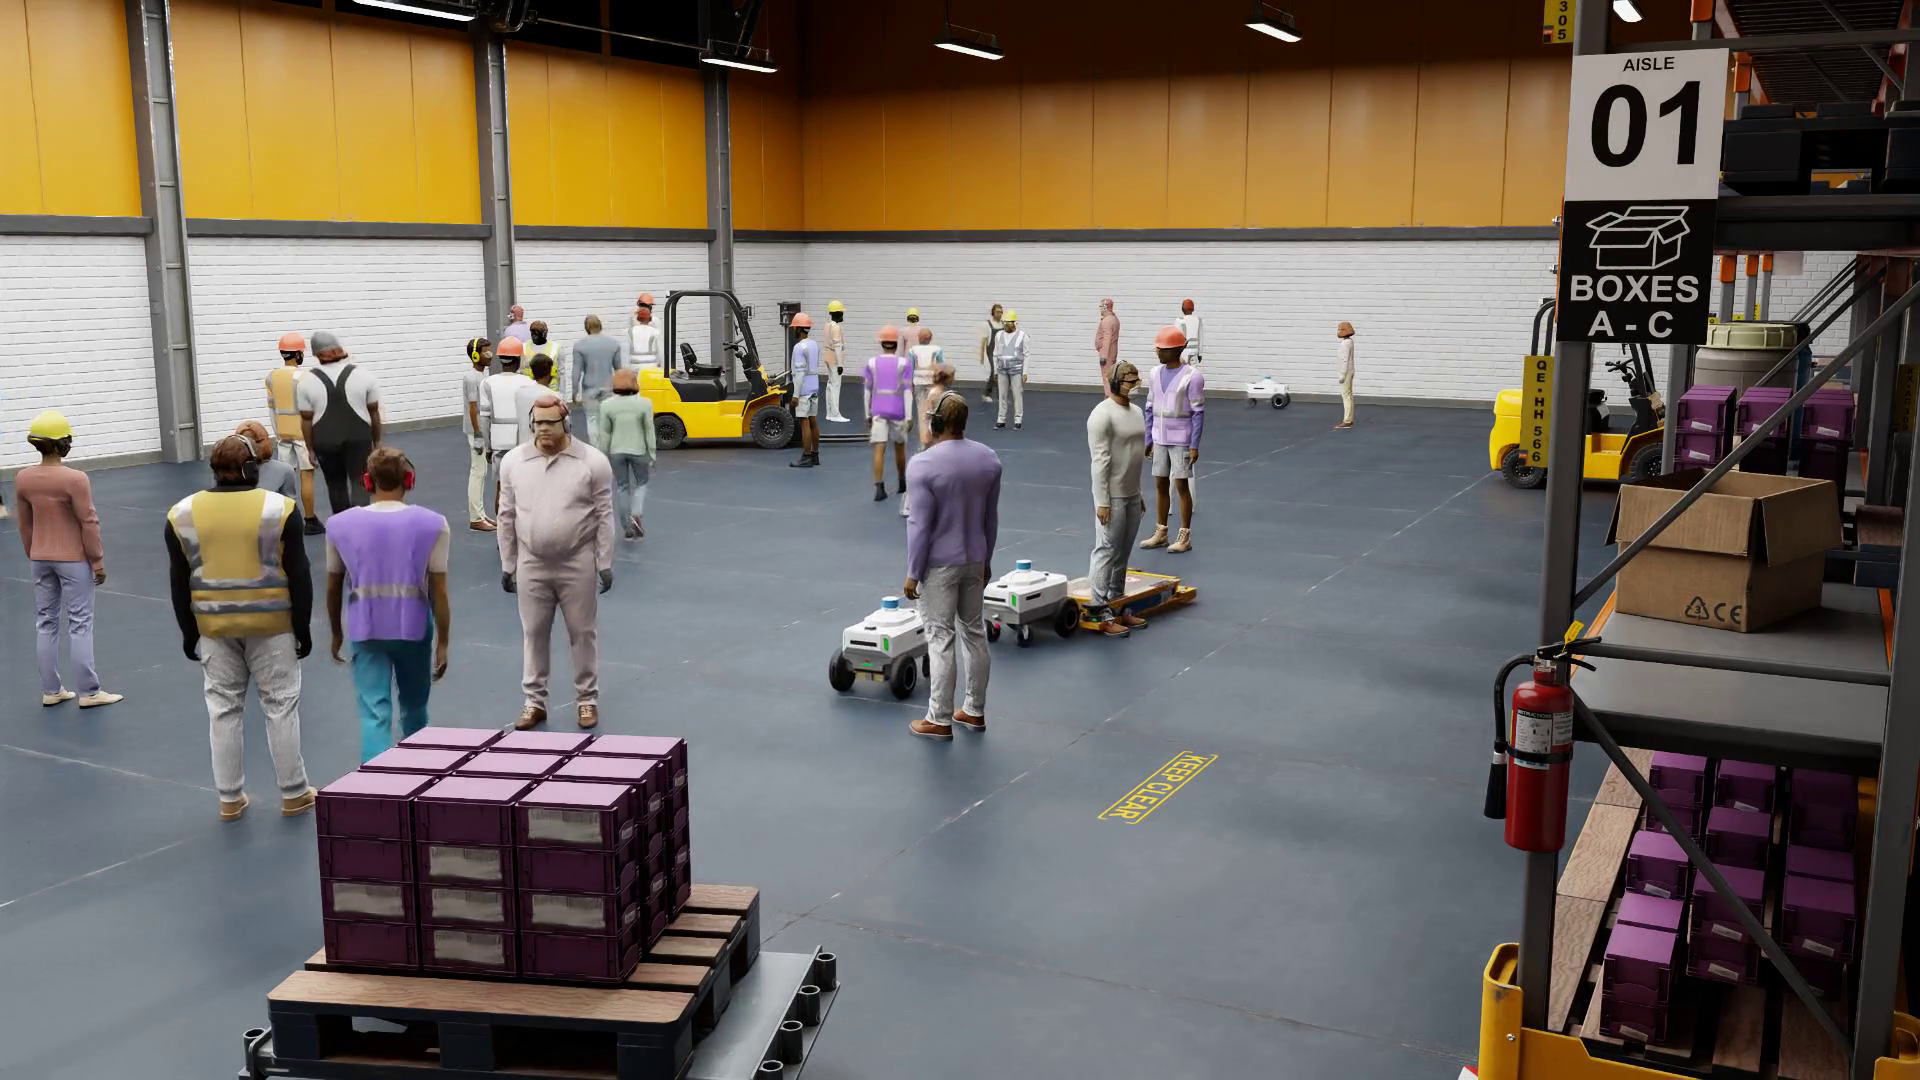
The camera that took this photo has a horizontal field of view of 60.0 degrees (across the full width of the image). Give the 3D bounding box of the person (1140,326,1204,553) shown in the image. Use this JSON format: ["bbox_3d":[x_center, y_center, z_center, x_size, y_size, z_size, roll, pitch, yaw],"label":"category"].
[{"bbox_3d":[1.887,-0.898,14.929,0.386,2.039,0.615,-9,13,-42],"label":"person"}]

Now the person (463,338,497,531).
[{"bbox_3d":[-4.646,-1.025,16.154,0.333,1.873,0.520,-1,10,-6],"label":"person"}]

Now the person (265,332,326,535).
[{"bbox_3d":[-6.318,-1.008,15.865,0.543,1.938,0.357,4,10,20],"label":"person"}]

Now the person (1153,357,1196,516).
[{"bbox_3d":[2.226,-1.066,17.068,0.521,1.636,0.311,-2,10,-13],"label":"person"}]

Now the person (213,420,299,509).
[{"bbox_3d":[-4.485,0.046,10.642,0.507,1.631,0.275,-5,11,-25],"label":"person"}]

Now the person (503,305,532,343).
[{"bbox_3d":[-6.612,-2.557,24.923,0.402,1.905,0.652,5,11,25],"label":"person"}]

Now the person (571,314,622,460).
[{"bbox_3d":[-4.603,-1.925,21.271,0.672,1.909,0.596,-6,11,-30],"label":"person"}]

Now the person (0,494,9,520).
[{"bbox_3d":[-9.888,-0.955,16.380,0.560,1.646,0.878,6,12,32],"label":"person"}]

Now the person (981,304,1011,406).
[{"bbox_3d":[0.622,-3.286,29.490,0.522,1.799,0.996,-6,12,-33],"label":"person"}]

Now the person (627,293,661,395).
[{"bbox_3d":[-5.105,-3.006,27.134,0.615,2.038,0.395,4,11,23],"label":"person"}]

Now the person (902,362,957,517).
[{"bbox_3d":[-0.218,-0.981,16.691,0.806,1.595,0.542,1,10,3],"label":"person"}]

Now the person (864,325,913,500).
[{"bbox_3d":[-0.781,-1.410,18.328,0.559,1.891,1.000,2,10,9],"label":"person"}]

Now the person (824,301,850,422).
[{"bbox_3d":[-1.981,-2.844,26.516,0.360,1.930,0.589,-3,10,-19],"label":"person"}]

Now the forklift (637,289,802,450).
[{"bbox_3d":[-3.358,-2.392,23.136,2.313,2.155,1.214,-1,10,-5],"label":"forklift"}]

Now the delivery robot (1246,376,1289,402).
[{"bbox_3d":[5.335,-2.606,28.845,0.707,0.478,0.477,3,10,18],"label":"delivery robot"}]

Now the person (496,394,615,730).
[{"bbox_3d":[-2.279,0.131,9.370,0.651,1.904,0.403,0,10,-2],"label":"person"}]

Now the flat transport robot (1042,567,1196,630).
[{"bbox_3d":[1.135,0.422,12.401,0.652,0.197,1.431,7,12,35],"label":"flat transport robot"}]

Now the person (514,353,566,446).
[{"bbox_3d":[-3.589,-0.662,14.156,0.604,1.836,0.520,4,10,20],"label":"person"}]

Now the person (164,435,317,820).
[{"bbox_3d":[-3.384,0.420,7.897,0.624,1.838,0.430,-1,10,-7],"label":"person"}]

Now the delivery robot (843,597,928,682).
[{"bbox_3d":[-0.431,0.597,10.303,0.477,0.478,0.707,5,11,25],"label":"delivery robot"}]

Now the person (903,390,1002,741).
[{"bbox_3d":[-0.054,0.142,9.206,0.629,1.940,0.372,-9,13,-41],"label":"person"}]

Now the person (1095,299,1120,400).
[{"bbox_3d":[2.509,-3.178,28.521,0.403,1.906,0.652,3,10,18],"label":"person"}]

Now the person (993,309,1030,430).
[{"bbox_3d":[0.765,-2.575,25.238,0.591,1.834,0.404,5,11,26],"label":"person"}]

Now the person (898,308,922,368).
[{"bbox_3d":[-0.784,-3.004,27.919,0.533,1.765,0.326,-1,10,-8],"label":"person"}]

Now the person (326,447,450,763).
[{"bbox_3d":[-2.676,0.466,7.801,0.588,1.794,0.995,-2,10,-14],"label":"person"}]

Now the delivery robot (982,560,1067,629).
[{"bbox_3d":[0.438,0.382,11.543,0.477,0.478,0.707,7,12,36],"label":"delivery robot"}]

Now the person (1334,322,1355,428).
[{"bbox_3d":[5.937,-2.543,25.630,0.282,1.631,0.503,4,11,24],"label":"person"}]

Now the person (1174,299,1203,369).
[{"bbox_3d":[3.973,-3.253,29.011,0.584,1.883,0.339,-4,11,-24],"label":"person"}]

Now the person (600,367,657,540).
[{"bbox_3d":[-3.096,-0.801,15.563,0.522,1.617,0.353,-1,10,-3],"label":"person"}]

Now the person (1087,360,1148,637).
[{"bbox_3d":[1.128,-0.299,11.758,0.373,1.940,0.629,6,12,31],"label":"person"}]

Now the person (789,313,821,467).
[{"bbox_3d":[-1.966,-1.878,20.898,0.362,1.939,0.542,4,10,21],"label":"person"}]

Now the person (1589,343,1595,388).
[{"bbox_3d":[8.695,-2.224,23.364,0.936,1.776,0.601,-6,12,-32],"label":"person"}]

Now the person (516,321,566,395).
[{"bbox_3d":[-5.307,-1.853,21.052,0.619,1.839,0.430,-1,10,-4],"label":"person"}]

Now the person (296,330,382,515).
[{"bbox_3d":[-5.582,-0.911,15.003,0.703,2.000,0.795,-3,10,-19],"label":"person"}]

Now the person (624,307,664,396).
[{"bbox_3d":[-4.779,-2.619,25.400,0.615,1.859,0.744,1,10,5],"label":"person"}]

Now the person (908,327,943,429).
[{"bbox_3d":[-0.501,-2.271,24.075,0.524,1.621,0.613,1,10,9],"label":"person"}]

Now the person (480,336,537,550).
[{"bbox_3d":[-4.039,-0.869,15.056,0.551,1.936,0.357,1,10,3],"label":"person"}]

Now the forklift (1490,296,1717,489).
[{"bbox_3d":[7.296,-1.677,18.993,2.313,2.155,1.214,5,11,27],"label":"forklift"}]

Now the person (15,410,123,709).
[{"bbox_3d":[-5.286,0.121,9.815,0.525,1.772,0.303,2,10,14],"label":"person"}]
